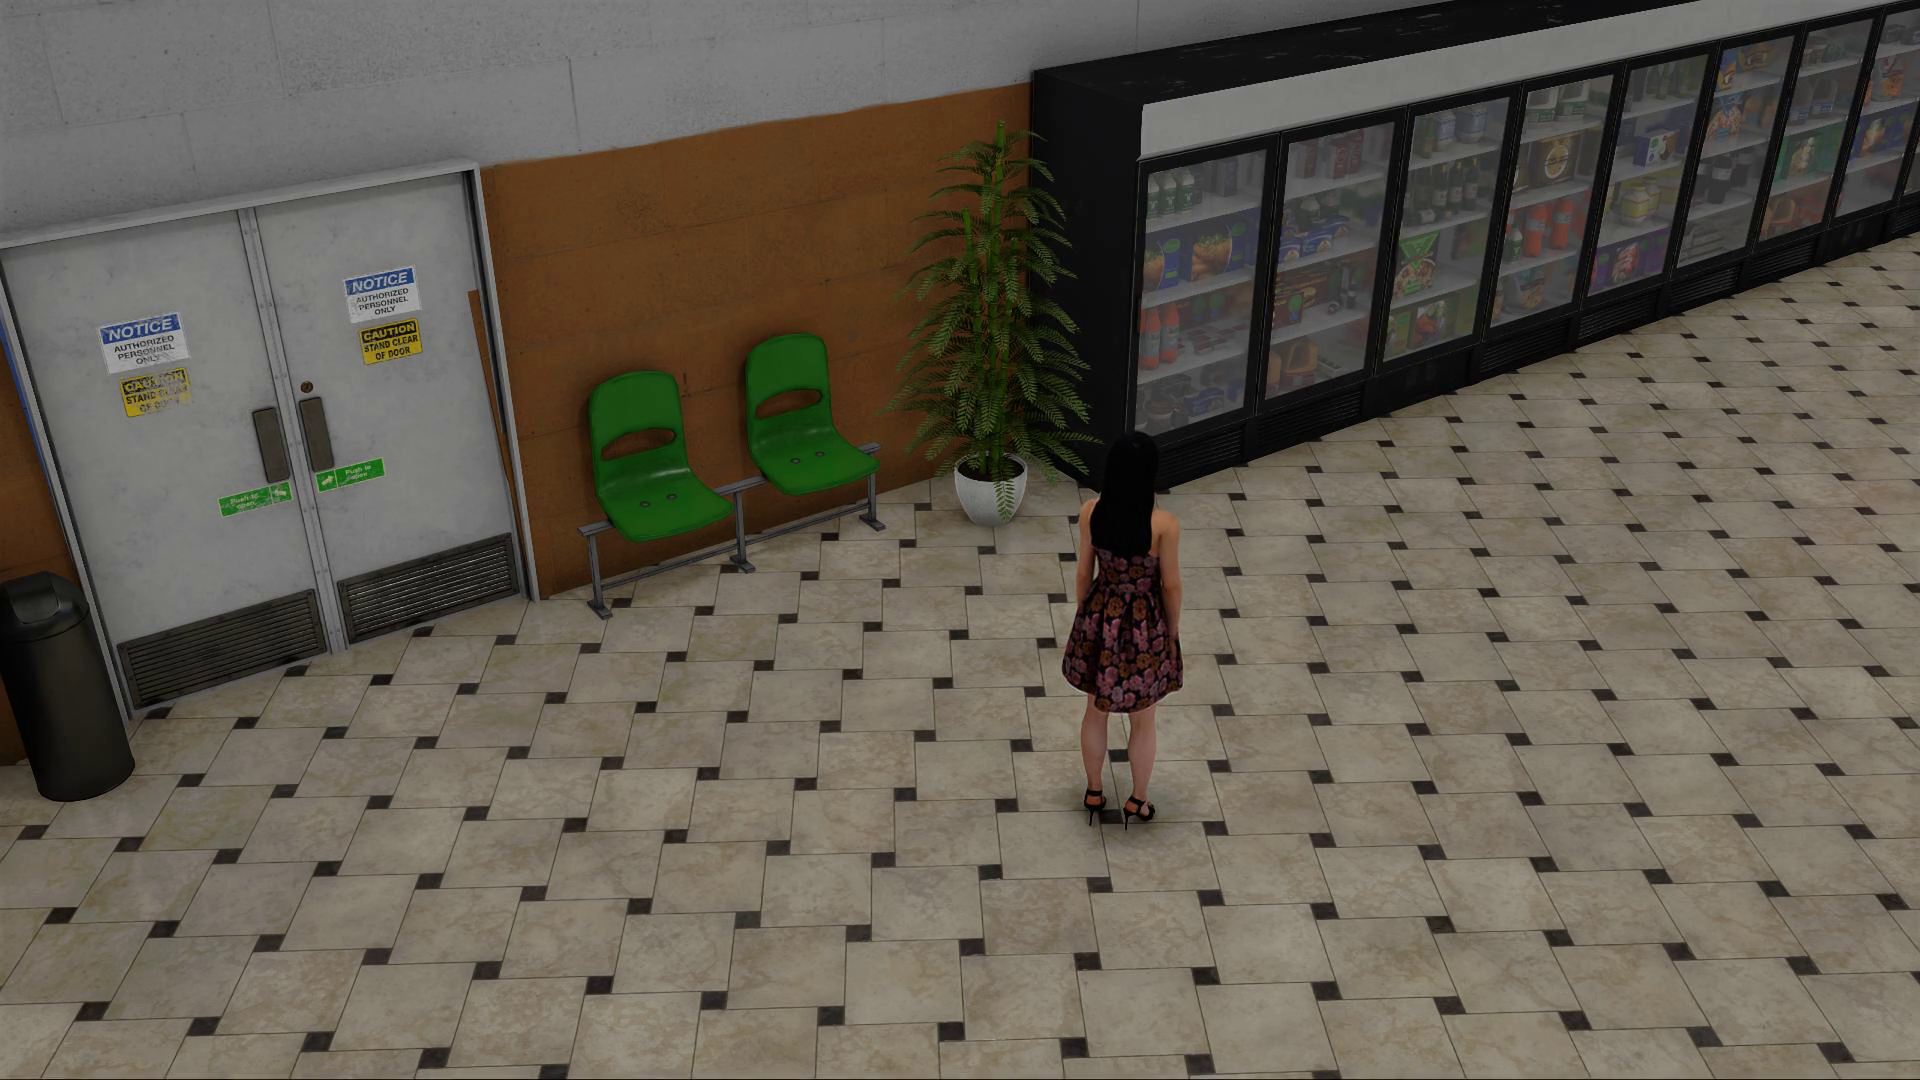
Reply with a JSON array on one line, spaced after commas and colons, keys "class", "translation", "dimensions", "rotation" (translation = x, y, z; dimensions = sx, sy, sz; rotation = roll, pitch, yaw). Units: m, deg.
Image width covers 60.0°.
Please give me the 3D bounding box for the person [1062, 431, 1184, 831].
[{"class": "person", "translation": [0.657, 0.379, 6.638], "dimensions": [0.784, 1.774, 0.860], "rotation": [10, 30, 18]}]
